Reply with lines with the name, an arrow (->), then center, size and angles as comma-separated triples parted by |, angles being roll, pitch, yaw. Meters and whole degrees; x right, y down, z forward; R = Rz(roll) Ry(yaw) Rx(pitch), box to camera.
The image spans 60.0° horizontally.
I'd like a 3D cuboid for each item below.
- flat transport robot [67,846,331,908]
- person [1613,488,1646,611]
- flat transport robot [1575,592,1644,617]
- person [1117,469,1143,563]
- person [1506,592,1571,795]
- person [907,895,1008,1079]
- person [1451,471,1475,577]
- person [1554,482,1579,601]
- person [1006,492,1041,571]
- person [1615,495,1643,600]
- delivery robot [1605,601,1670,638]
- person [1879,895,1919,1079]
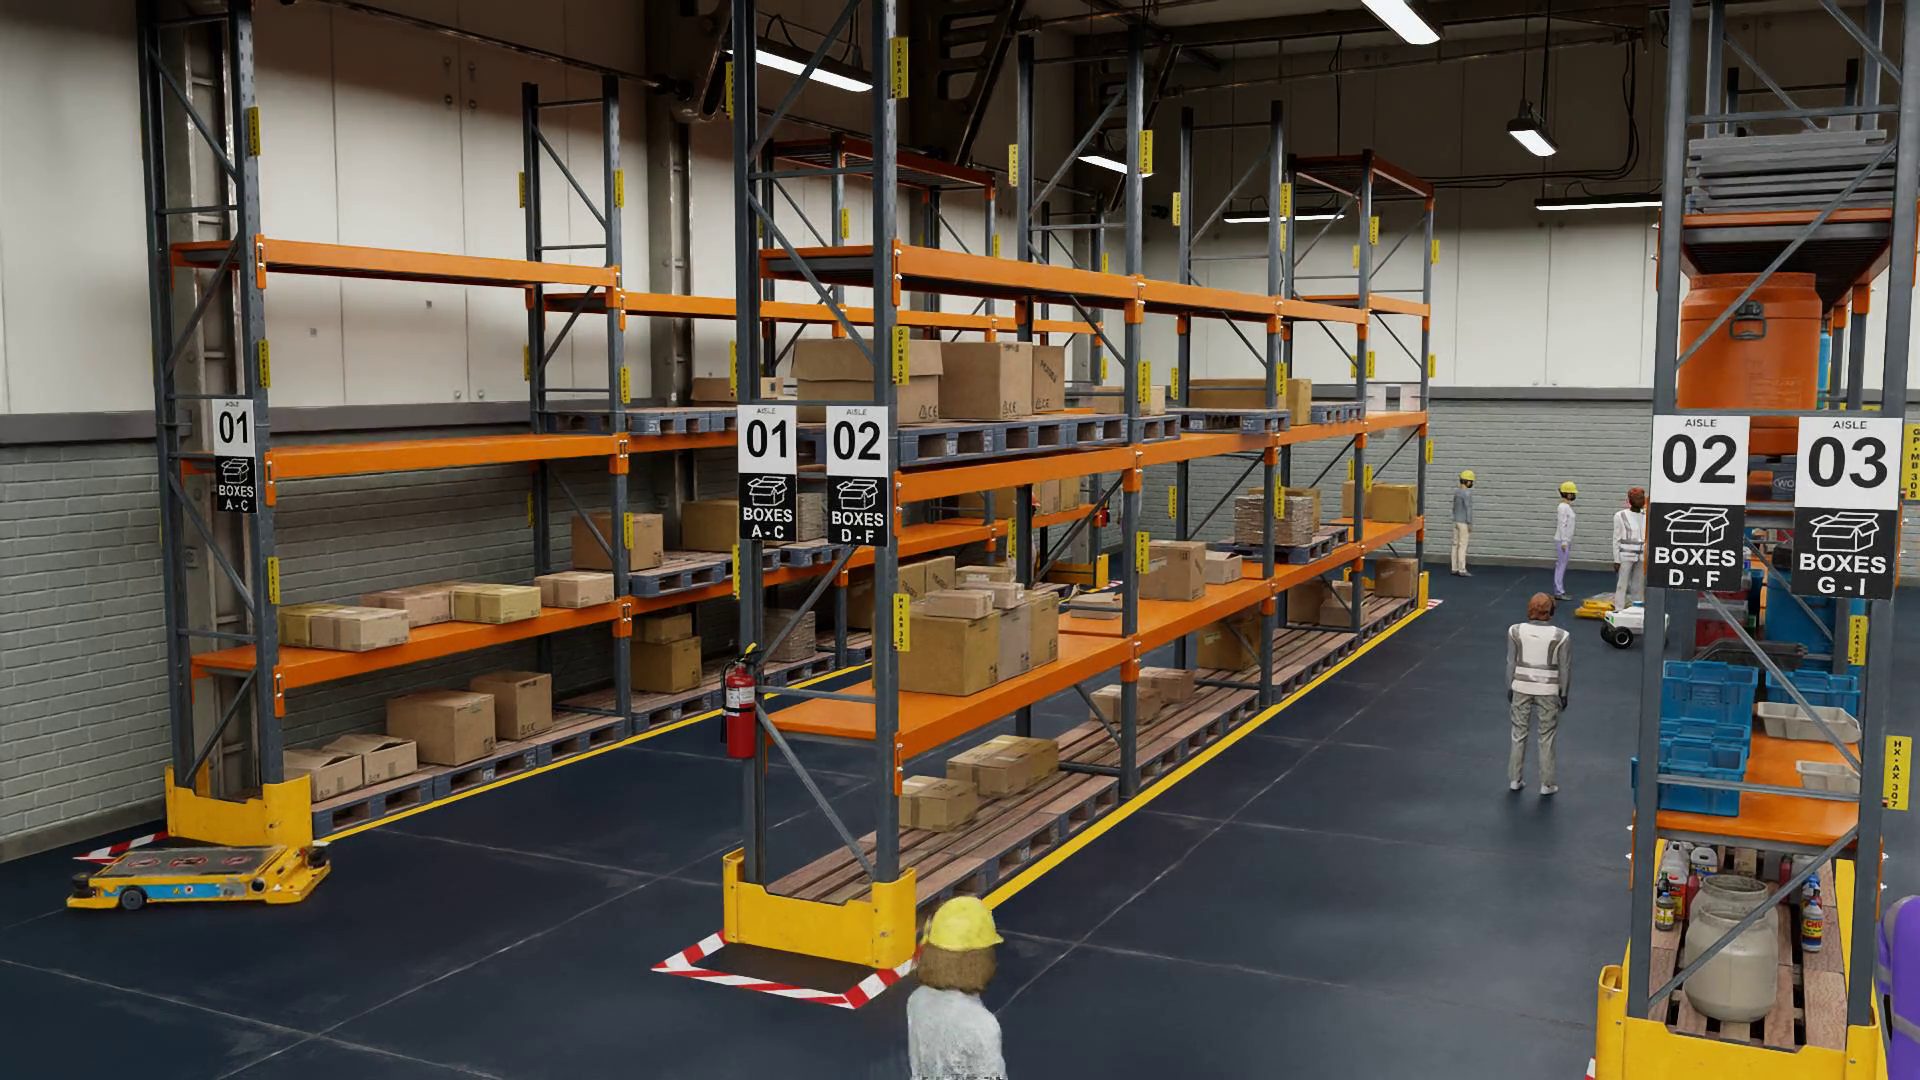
flat transport robot -> -4.920, 2.180, 10.807 | 1.431, 0.197, 0.652 | 0, 6, -5
person -> 8.816, 0.255, 21.769 | 0.574, 1.884, 0.356 | -1, 6, -13
flat transport robot -> 9.148, 0.905, 23.198 | 0.652, 0.197, 1.431 | 5, 8, 38
person -> 2.971, -0.457, 29.323 | 0.564, 1.748, 0.339 | -5, 8, -40
person -> 4.660, 1.238, 13.434 | 0.508, 1.629, 0.316 | 4, 7, 32
person -> -0.023, 2.015, 5.458 | 0.746, 1.712, 0.488 | -3, 7, -30
person -> 8.327, -0.269, 27.473 | 0.336, 1.758, 0.523 | -1, 6, -8
person -> 8.994, 0.014, 24.676 | 0.311, 1.768, 0.533 | 3, 7, 26
person -> 0.760, 0.400, 19.871 | 0.405, 1.989, 0.623 | -1, 6, -7
person -> 9.280, 0.213, 22.884 | 0.474, 1.737, 0.581 | -4, 7, -31
delivery robot -> 8.332, 1.000, 20.466 | 0.707, 0.478, 0.477 | 1, 6, 7
person -> 3.368, 1.872, 5.642 | 0.367, 1.966, 0.607 | 0, 6, -4
